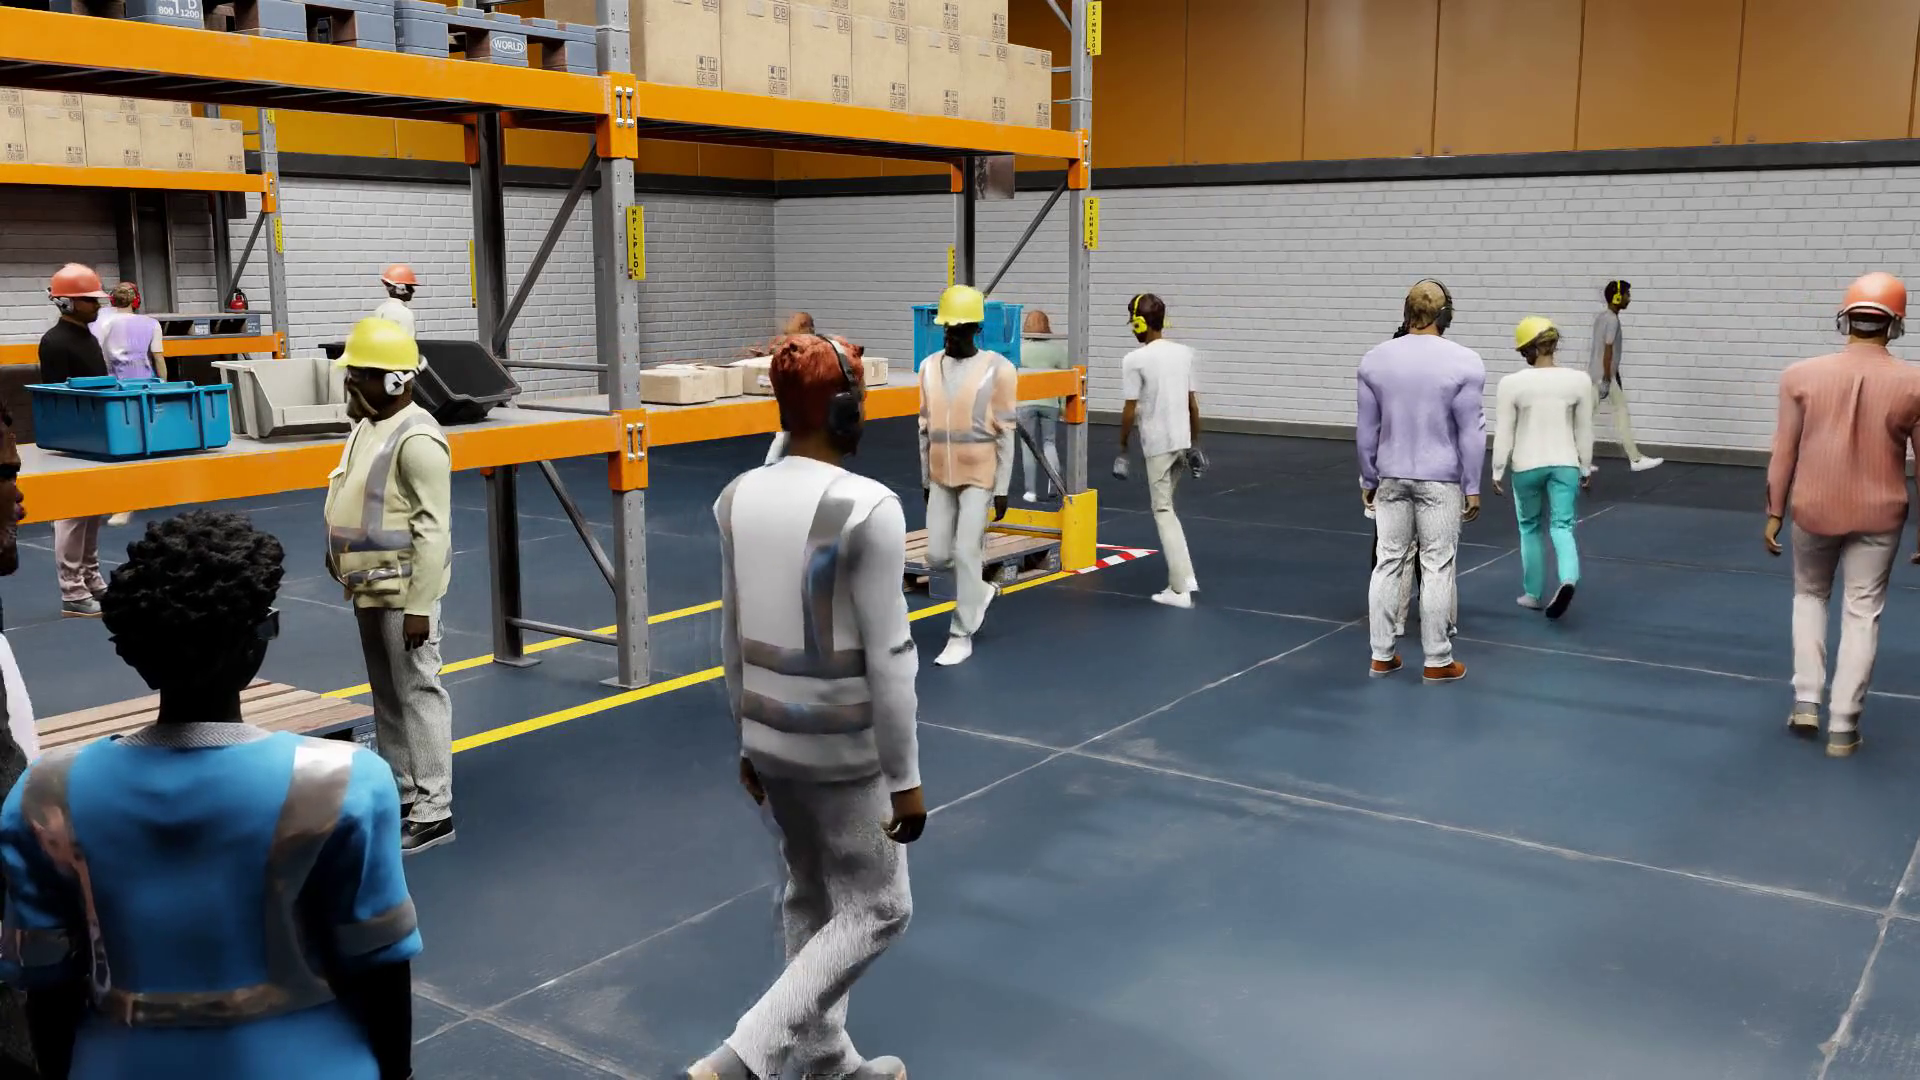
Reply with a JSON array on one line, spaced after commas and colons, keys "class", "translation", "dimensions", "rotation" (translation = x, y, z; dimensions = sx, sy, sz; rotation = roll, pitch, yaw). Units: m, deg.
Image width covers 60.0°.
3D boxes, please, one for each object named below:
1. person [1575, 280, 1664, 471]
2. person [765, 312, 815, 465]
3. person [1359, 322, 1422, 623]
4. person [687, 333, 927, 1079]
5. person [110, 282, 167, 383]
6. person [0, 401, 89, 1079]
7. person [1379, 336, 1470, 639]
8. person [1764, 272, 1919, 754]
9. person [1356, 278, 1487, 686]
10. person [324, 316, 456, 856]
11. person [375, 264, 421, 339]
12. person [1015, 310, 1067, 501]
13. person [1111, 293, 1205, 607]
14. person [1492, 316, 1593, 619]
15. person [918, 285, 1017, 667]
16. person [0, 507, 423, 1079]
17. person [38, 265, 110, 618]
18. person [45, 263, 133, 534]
[{"class": "person", "translation": [6.305, -1.560, 15.949], "dimensions": [0.925, 1.826, 0.541], "rotation": [1, 10, 5]}, {"class": "person", "translation": [-1.386, -1.158, 14.275], "dimensions": [0.847, 1.588, 0.515], "rotation": [-8, 13, -41]}, {"class": "person", "translation": [2.504, -0.380, 9.326], "dimensions": [0.542, 1.695, 0.316], "rotation": [3, 10, 20]}, {"class": "person", "translation": [-0.353, 0.475, 3.728], "dimensions": [0.594, 1.870, 0.600], "rotation": [-9, 13, -43]}, {"class": "person", "translation": [-7.008, -1.254, 14.086], "dimensions": [0.565, 1.846, 0.383], "rotation": [-2, 10, -12]}, {"class": "person", "translation": [-1.609, 0.681, 2.572], "dimensions": [1.038, 1.869, 0.616], "rotation": [-6, 11, -31]}, {"class": "person", "translation": [2.489, -0.278, 8.885], "dimensions": [0.517, 1.641, 0.308], "rotation": [2, 10, 13]}, {"class": "person", "translation": [3.722, -0.115, 6.918], "dimensions": [0.647, 1.970, 0.604], "rotation": [6, 11, 33]}, {"class": "person", "translation": [2.203, -0.273, 7.967], "dimensions": [0.634, 1.939, 0.365], "rotation": [7, 12, 37]}, {"class": "person", "translation": [-1.957, 0.156, 5.717], "dimensions": [0.404, 1.836, 0.590], "rotation": [-8, 12, -40]}, {"class": "person", "translation": [-4.891, -1.412, 14.592], "dimensions": [0.397, 1.990, 0.622], "rotation": [-9, 13, -44]}, {"class": "person", "translation": [0.648, -1.108, 13.879], "dimensions": [0.506, 1.619, 0.467], "rotation": [-2, 10, -10]}, {"class": "person", "translation": [1.163, -0.514, 9.720], "dimensions": [0.551, 1.840, 0.484], "rotation": [-8, 12, -39]}, {"class": "person", "translation": [3.304, -0.397, 9.386], "dimensions": [0.552, 1.721, 0.739], "rotation": [1, 10, 7]}, {"class": "person", "translation": [0.053, -0.333, 8.417], "dimensions": [0.584, 1.908, 0.562], "rotation": [6, 11, 33]}, {"class": "person", "translation": [-0.994, 0.802, 2.281], "dimensions": [0.535, 1.697, 0.321], "rotation": [-1, 10, -3]}, {"class": "person", "translation": [-5.008, -0.563, 9.523], "dimensions": [0.395, 1.993, 0.616], "rotation": [-1, 10, -8]}, {"class": "person", "translation": [-6.477, -1.034, 12.352], "dimensions": [0.617, 1.994, 0.976], "rotation": [-1, 10, -7]}]
